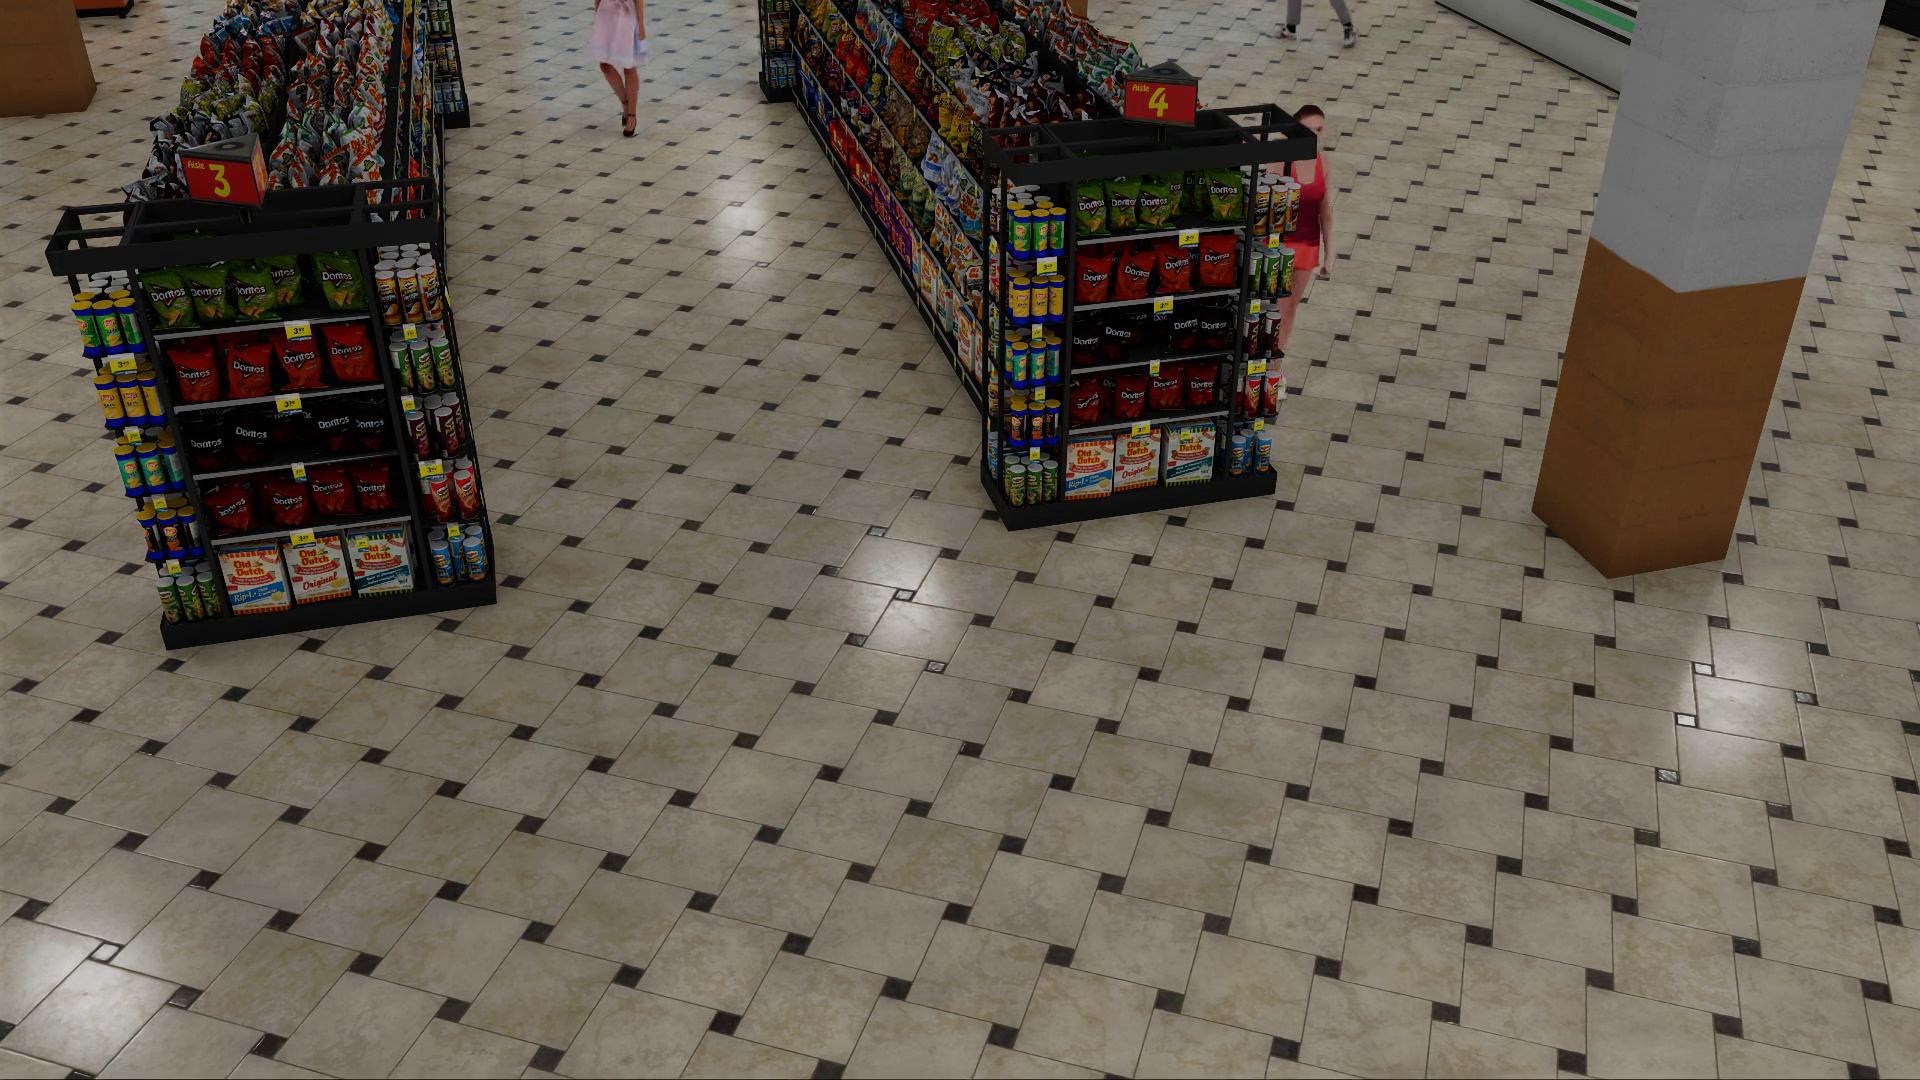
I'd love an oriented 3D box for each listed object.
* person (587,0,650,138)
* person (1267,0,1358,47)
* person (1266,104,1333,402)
[{"bbox_3d":[-2.798,-4.279,13.855,0.828,1.803,0.911,5,32,8],"label":"person"},{"bbox_3d":[3.522,-5.802,16.198,0.849,1.913,1.018,-9,33,-14],"label":"person"},{"bbox_3d":[1.930,-1.733,9.823,0.584,1.741,0.690,-7,33,-11],"label":"person"}]
